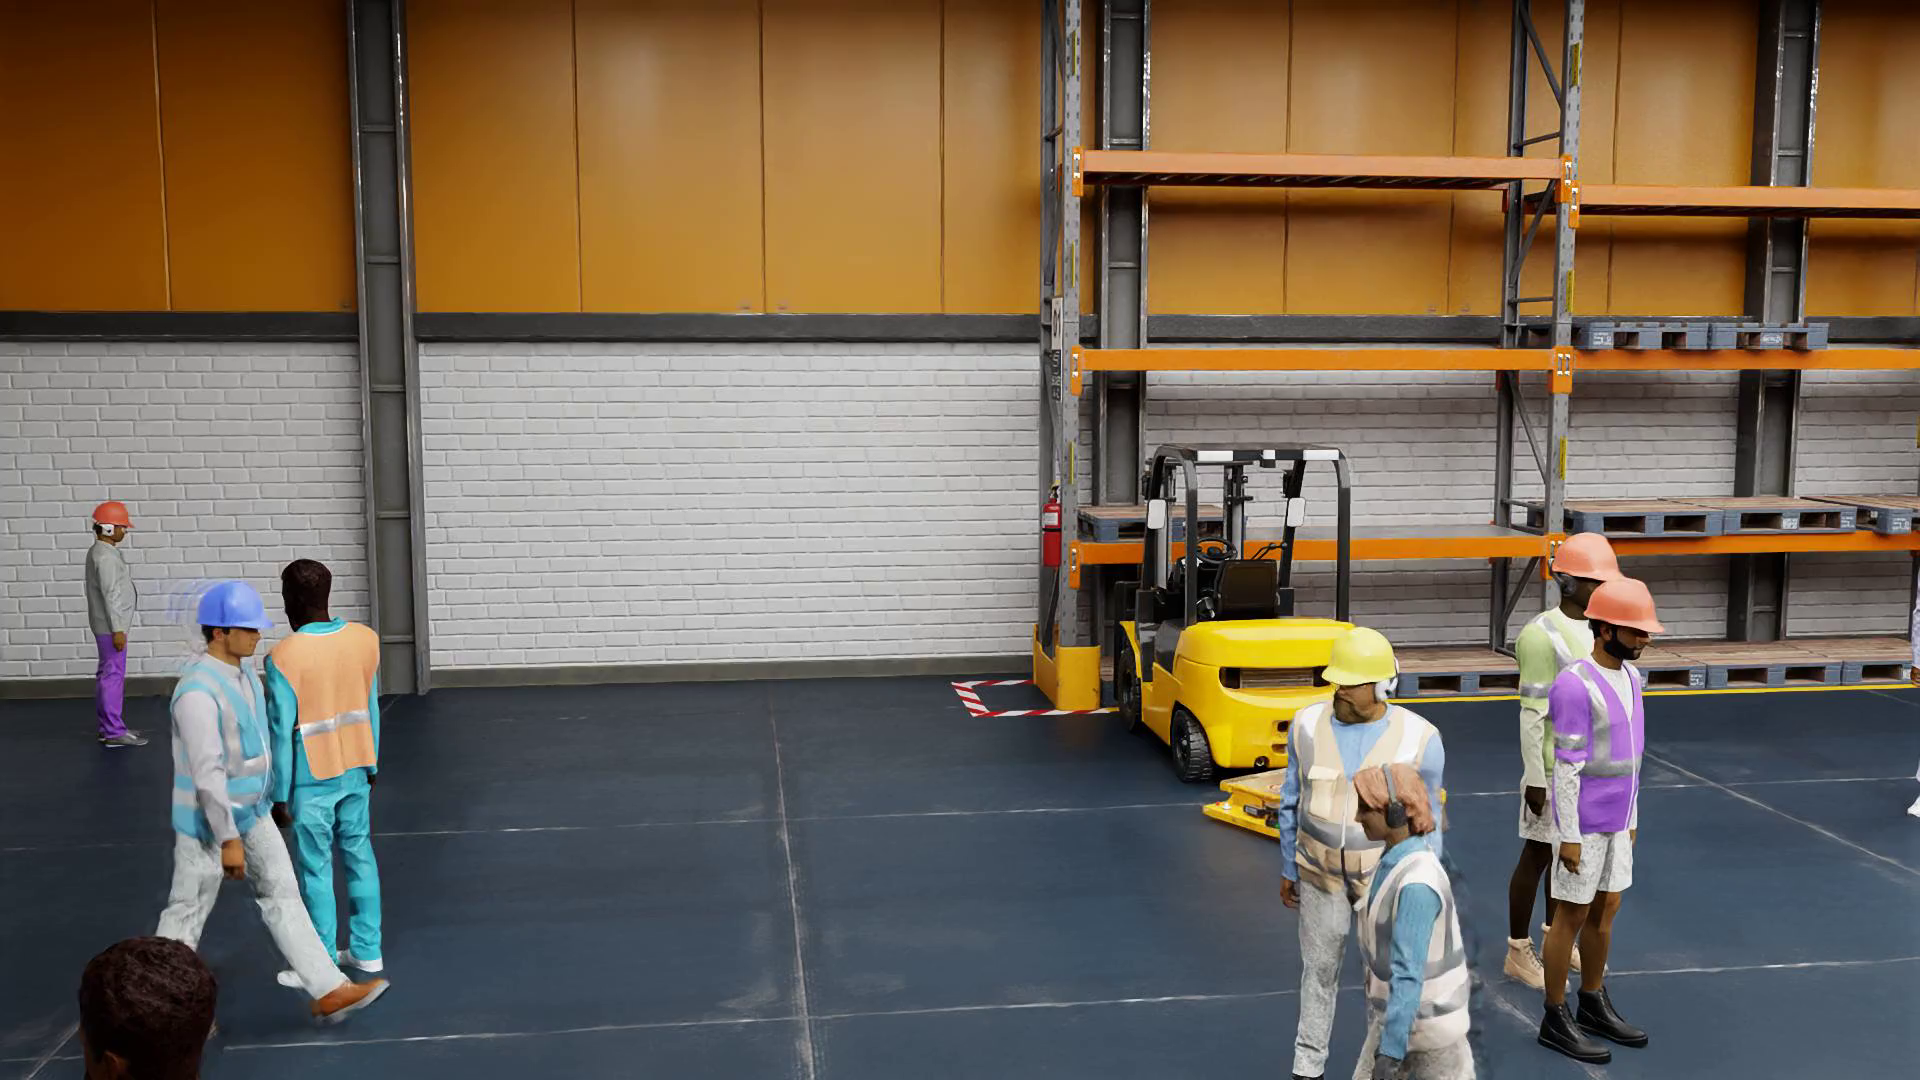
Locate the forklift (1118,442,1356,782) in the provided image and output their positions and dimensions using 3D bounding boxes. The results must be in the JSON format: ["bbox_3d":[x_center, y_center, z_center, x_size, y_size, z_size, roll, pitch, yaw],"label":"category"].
[{"bbox_3d":[1.912,0.418,11.496,1.214,2.155,2.313,-1,7,-8],"label":"forklift"}]

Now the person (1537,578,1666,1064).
[{"bbox_3d":[2.574,1.105,6.644,0.544,1.929,0.388,-5,8,-39],"label":"person"}]

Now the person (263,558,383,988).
[{"bbox_3d":[-2.800,1.032,7.366,0.400,1.910,0.592,3,7,27],"label":"person"}]

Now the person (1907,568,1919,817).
[{"bbox_3d":[6.022,0.731,9.956,0.589,1.920,0.392,5,8,38],"label":"person"}]

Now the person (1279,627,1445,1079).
[{"bbox_3d":[1.450,1.218,6.089,0.589,1.827,0.404,3,7,26],"label":"person"}]

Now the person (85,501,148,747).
[{"bbox_3d":[-6.038,0.594,11.880,0.330,1.748,0.560,-4,8,-34],"label":"person"}]

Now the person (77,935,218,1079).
[{"bbox_3d":[-1.323,1.564,2.725,0.693,1.895,0.631,3,7,24],"label":"person"}]

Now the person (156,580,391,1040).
[{"bbox_3d":[-2.884,1.109,6.723,1.004,1.889,0.649,0,7,0],"label":"person"}]

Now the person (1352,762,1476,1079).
[{"bbox_3d":[1.345,1.461,4.984,0.866,1.586,0.587,0,7,3],"label":"person"}]

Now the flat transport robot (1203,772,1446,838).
[{"bbox_3d":[2.215,1.535,10.054,1.431,0.197,0.652,-5,8,-35],"label":"flat transport robot"}]

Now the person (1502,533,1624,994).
[{"bbox_3d":[2.698,0.976,7.338,0.604,2.034,0.418,-5,8,-38],"label":"person"}]
